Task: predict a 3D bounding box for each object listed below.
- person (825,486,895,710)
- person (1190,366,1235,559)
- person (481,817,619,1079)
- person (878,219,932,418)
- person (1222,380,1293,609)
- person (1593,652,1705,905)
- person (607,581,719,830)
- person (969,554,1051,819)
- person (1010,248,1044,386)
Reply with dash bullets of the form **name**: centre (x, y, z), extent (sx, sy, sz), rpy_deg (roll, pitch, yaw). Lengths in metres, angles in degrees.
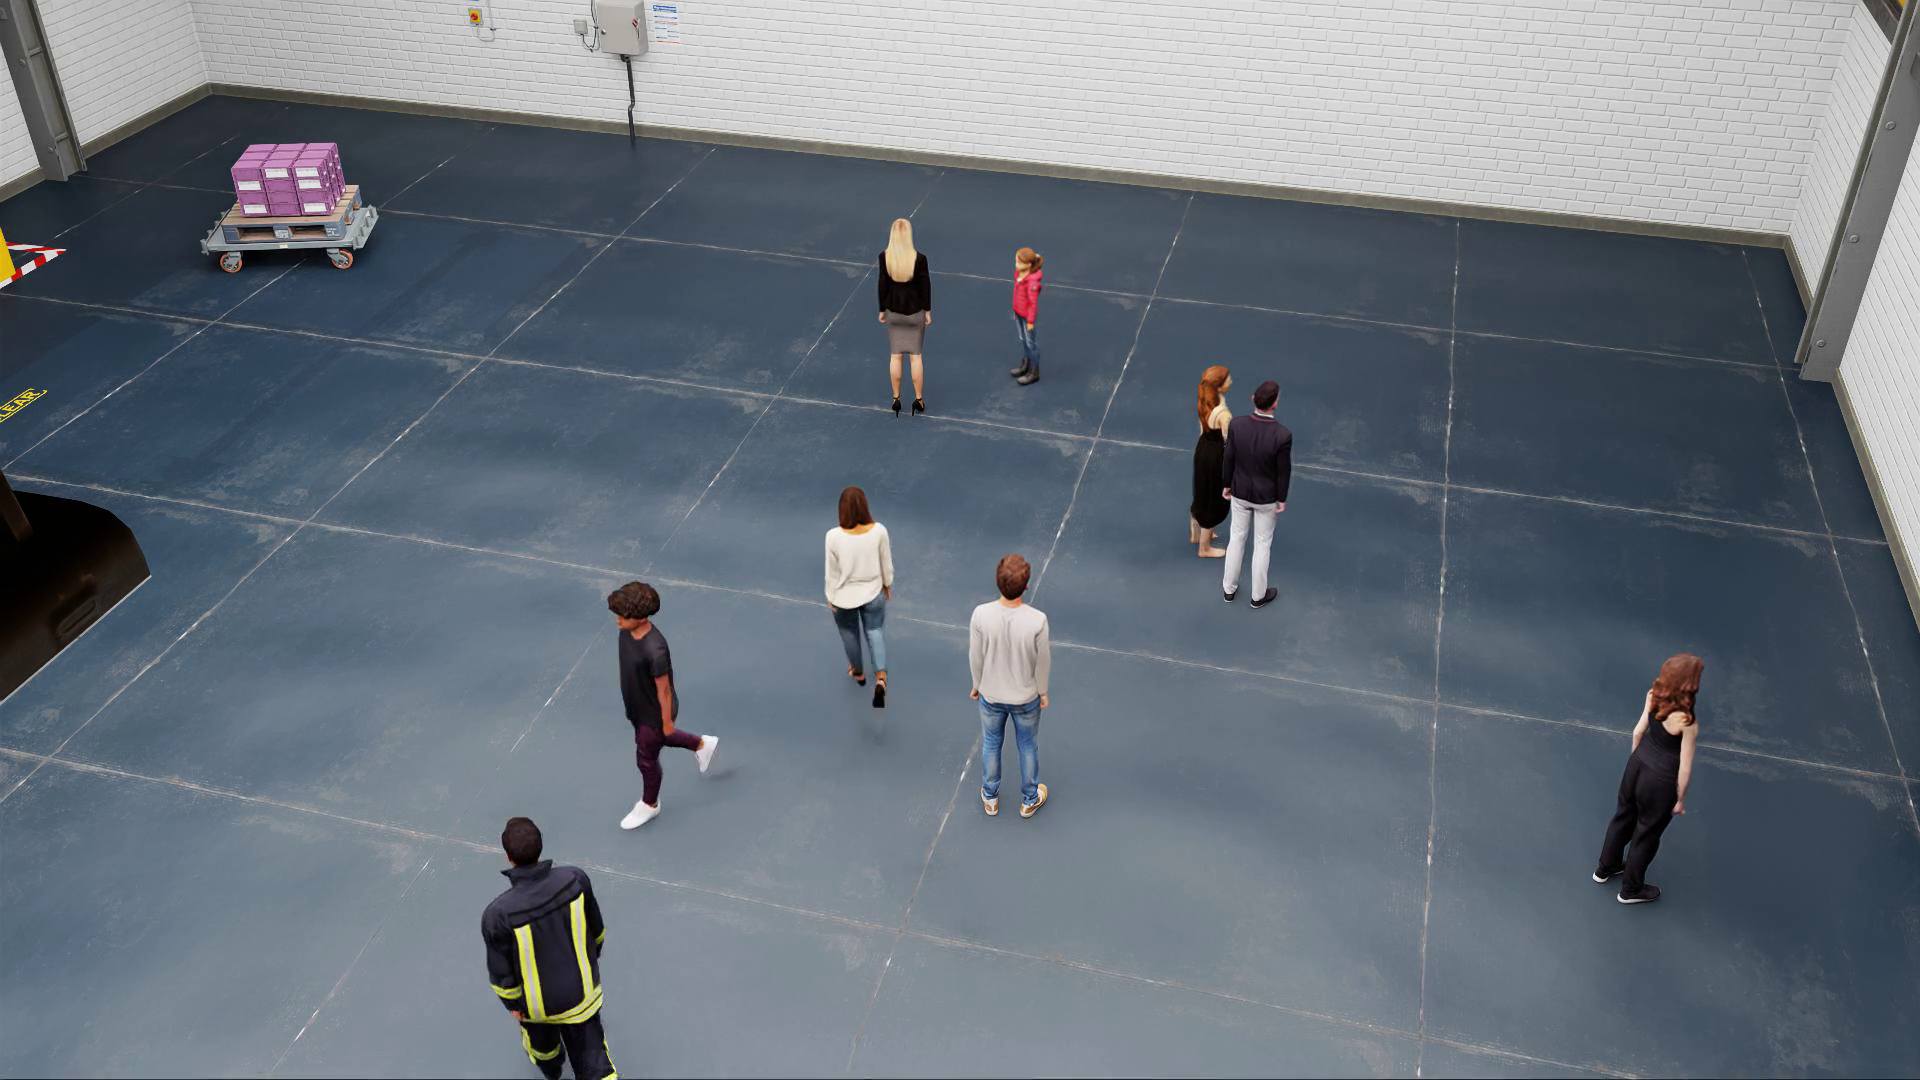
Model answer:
- **person**: centre (-0.672, 0.416, 11.188), extent (0.886, 1.661, 1.037), rpy_deg (-7, 34, -11)
- **person**: centre (1.920, -0.603, 12.752), extent (0.739, 1.627, 0.661), rpy_deg (-10, 35, -15)
- **person**: centre (-1.989, 2.222, 8.265), extent (1.286, 1.889, 1.298), rpy_deg (-20, 39, -27)
- **person**: centre (-0.485, -1.938, 14.566), extent (0.652, 1.841, 0.594), rpy_deg (3, 34, 4)
- **person**: centre (2.147, -0.332, 12.149), extent (0.709, 1.844, 0.648), rpy_deg (18, 37, 24)
- **person**: centre (4.017, 1.373, 9.671), extent (0.727, 1.747, 0.638), rpy_deg (-12, 36, -18)
- **person**: centre (-1.850, 0.970, 10.268), extent (1.095, 1.757, 0.978), rpy_deg (-23, 40, -30)
- **person**: centre (0.309, 0.921, 10.210), extent (0.656, 1.904, 0.586), rpy_deg (6, 34, 10)
- **person**: centre (0.631, -2.070, 15.240), extent (0.649, 1.315, 0.574), rpy_deg (-14, 36, -19)
